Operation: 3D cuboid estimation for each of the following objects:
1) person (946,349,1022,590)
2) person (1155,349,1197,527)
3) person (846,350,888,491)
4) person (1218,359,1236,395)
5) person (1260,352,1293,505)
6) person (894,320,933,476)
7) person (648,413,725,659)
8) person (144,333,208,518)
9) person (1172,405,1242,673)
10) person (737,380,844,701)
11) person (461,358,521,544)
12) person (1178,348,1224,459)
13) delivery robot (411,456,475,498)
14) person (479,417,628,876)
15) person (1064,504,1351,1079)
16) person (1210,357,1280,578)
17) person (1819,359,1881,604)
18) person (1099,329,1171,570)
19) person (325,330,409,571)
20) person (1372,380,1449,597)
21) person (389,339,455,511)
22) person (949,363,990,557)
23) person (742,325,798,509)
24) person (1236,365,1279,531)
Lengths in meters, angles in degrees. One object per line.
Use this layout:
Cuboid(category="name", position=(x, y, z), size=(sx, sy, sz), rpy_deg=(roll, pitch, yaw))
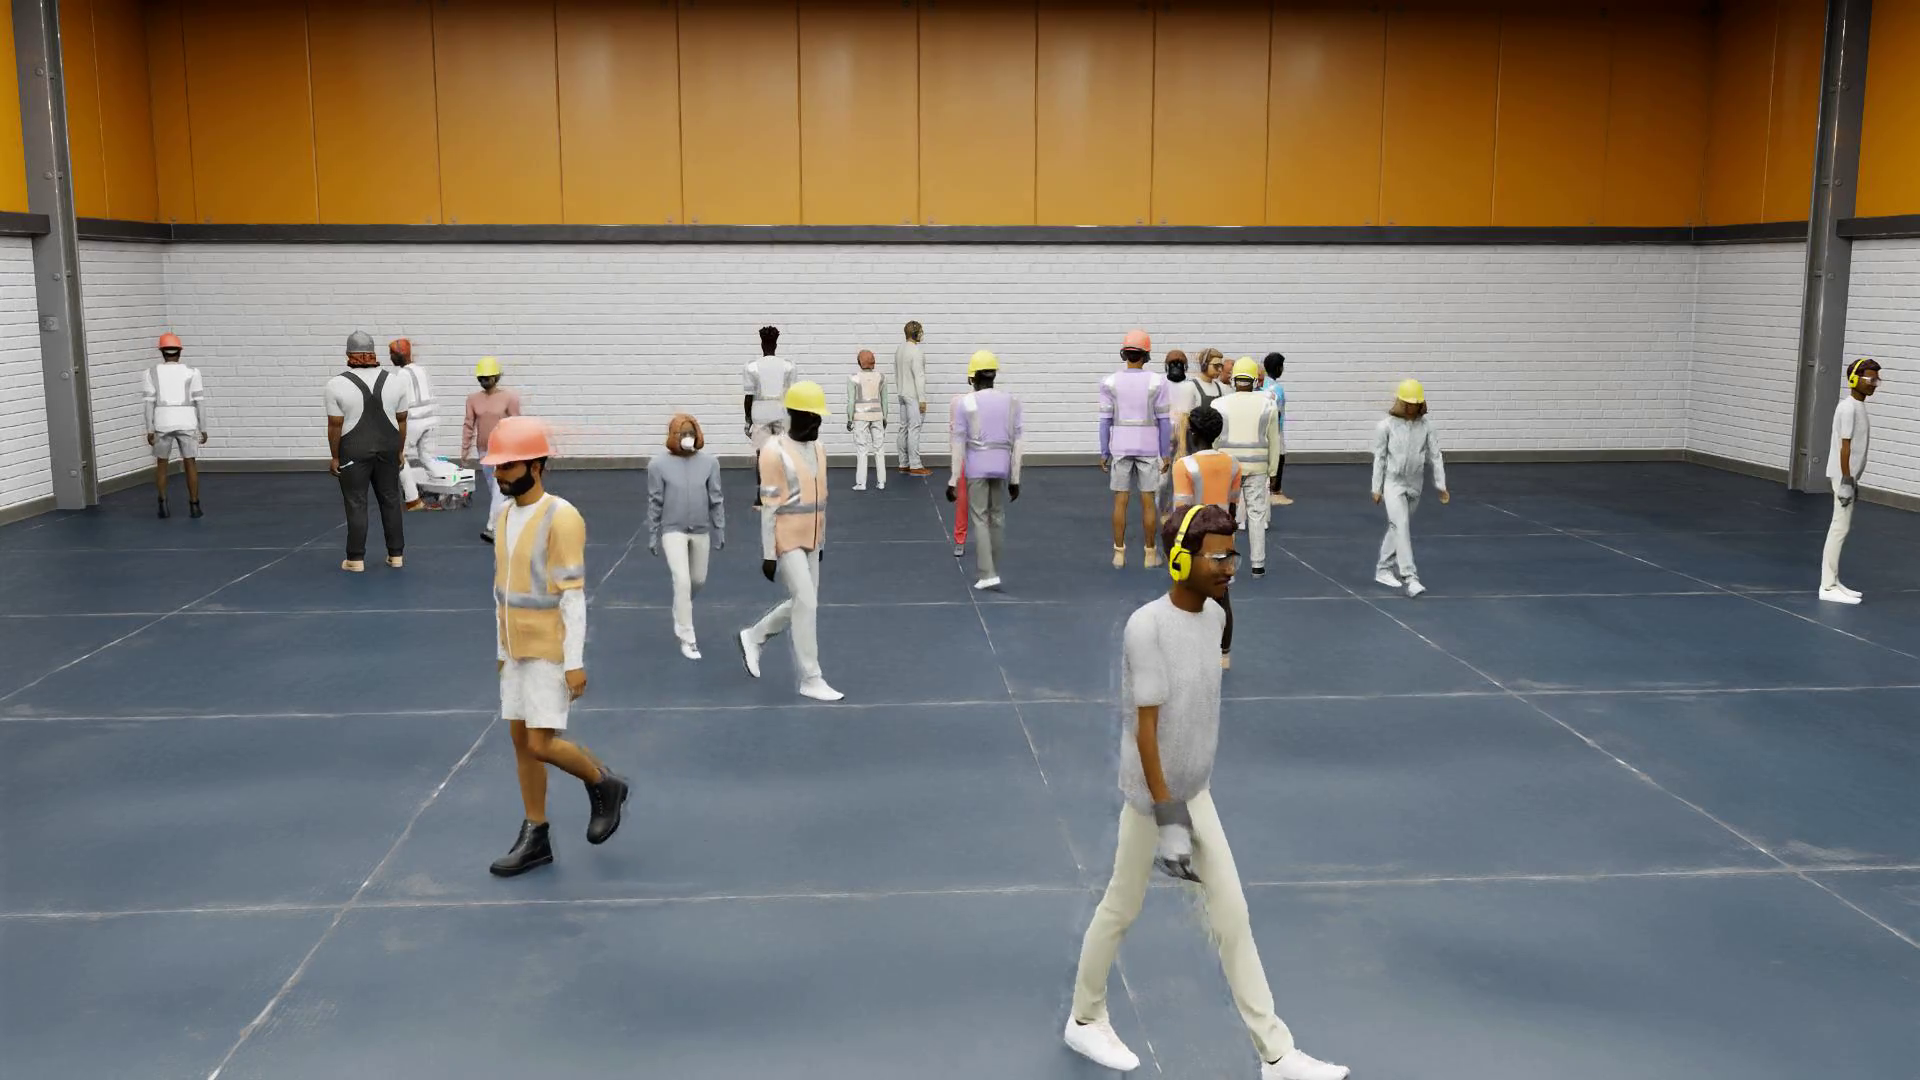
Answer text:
Cuboid(category="person", position=(0.202, -0.556, 13.287), size=(0.620, 1.934, 0.486), rpy_deg=(-5, 10, -26))
Cuboid(category="person", position=(2.040, -0.923, 15.895), size=(0.633, 1.817, 0.791), rpy_deg=(1, 9, 6))
Cuboid(category="person", position=(-1.068, -1.368, 19.270), size=(0.519, 1.651, 0.350), rpy_deg=(-4, 10, -24))
Cuboid(category="person", position=(2.914, -1.232, 18.532), size=(0.782, 1.586, 0.565), rpy_deg=(8, 12, 40))
Cuboid(category="person", position=(3.291, -1.197, 18.007), size=(0.638, 1.673, 0.533), rpy_deg=(-3, 10, -18))
Cuboid(category="person", position=(-0.594, -1.768, 20.782), size=(0.373, 1.940, 0.628), rpy_deg=(-5, 10, -29))
Cuboid(category="person", position=(-1.843, -0.058, 11.100), size=(0.504, 1.610, 0.739), rpy_deg=(-5, 10, -28))
Cuboid(category="person", position=(-8.090, -1.181, 17.196), size=(0.573, 1.909, 0.485), rpy_deg=(-3, 10, -20))
Cuboid(category="person", position=(1.516, 0.012, 10.362), size=(0.540, 1.695, 0.317), rpy_deg=(-6, 11, -33))
Cuboid(category="person", position=(-1.028, -0.012, 9.912), size=(0.781, 1.897, 0.585), rpy_deg=(5, 10, 29))
Cuboid(category="person", position=(-4.400, -0.827, 15.547), size=(0.558, 1.719, 0.886), rpy_deg=(2, 9, 11))
Cuboid(category="person", position=(2.332, -0.824, 15.188), size=(0.546, 1.826, 0.716), rpy_deg=(-9, 13, -44))
Cuboid(category="delivery robot", position=(-5.561, -0.665, 17.892), size=(0.707, 0.478, 0.477), rpy_deg=(5, 10, 29))
Cuboid(category="person", position=(-1.737, 0.437, 6.979), size=(0.570, 1.925, 0.549), rpy_deg=(8, 12, 40))
Cuboid(category="person", position=(0.700, 0.802, 5.034), size=(0.976, 1.819, 0.540), rpy_deg=(9, 12, 43))
Cuboid(category="person", position=(2.330, -0.593, 13.731), size=(0.602, 1.830, 0.404), rpy_deg=(1, 9, 6))
Cuboid(category="person", position=(6.837, -0.456, 12.774), size=(0.329, 1.865, 0.513), rpy_deg=(6, 11, 32))
Cuboid(category="person", position=(1.488, -0.765, 14.150), size=(0.605, 2.045, 0.383), rpy_deg=(2, 9, 14))
Cuboid(category="person", position=(-5.059, -0.761, 14.135), size=(0.684, 2.000, 0.538), rpy_deg=(-7, 12, -39))
Cuboid(category="person", position=(3.502, -0.415, 13.042), size=(0.504, 1.681, 0.899), rpy_deg=(-2, 9, -14))
Cuboid(category="person", position=(-5.680, -1.184, 17.532), size=(0.638, 1.867, 0.603), rpy_deg=(1, 9, 4))
Cuboid(category="person", position=(0.168, -0.711, 14.796), size=(0.526, 1.732, 0.330), rpy_deg=(-1, 9, -7))
Cuboid(category="person", position=(-2.021, -1.303, 17.774), size=(0.605, 1.966, 0.367), rpy_deg=(-3, 9, -16))
Cuboid(category="person", position=(2.859, -0.898, 16.251), size=(0.523, 1.640, 0.306), rpy_deg=(-2, 9, -10))
